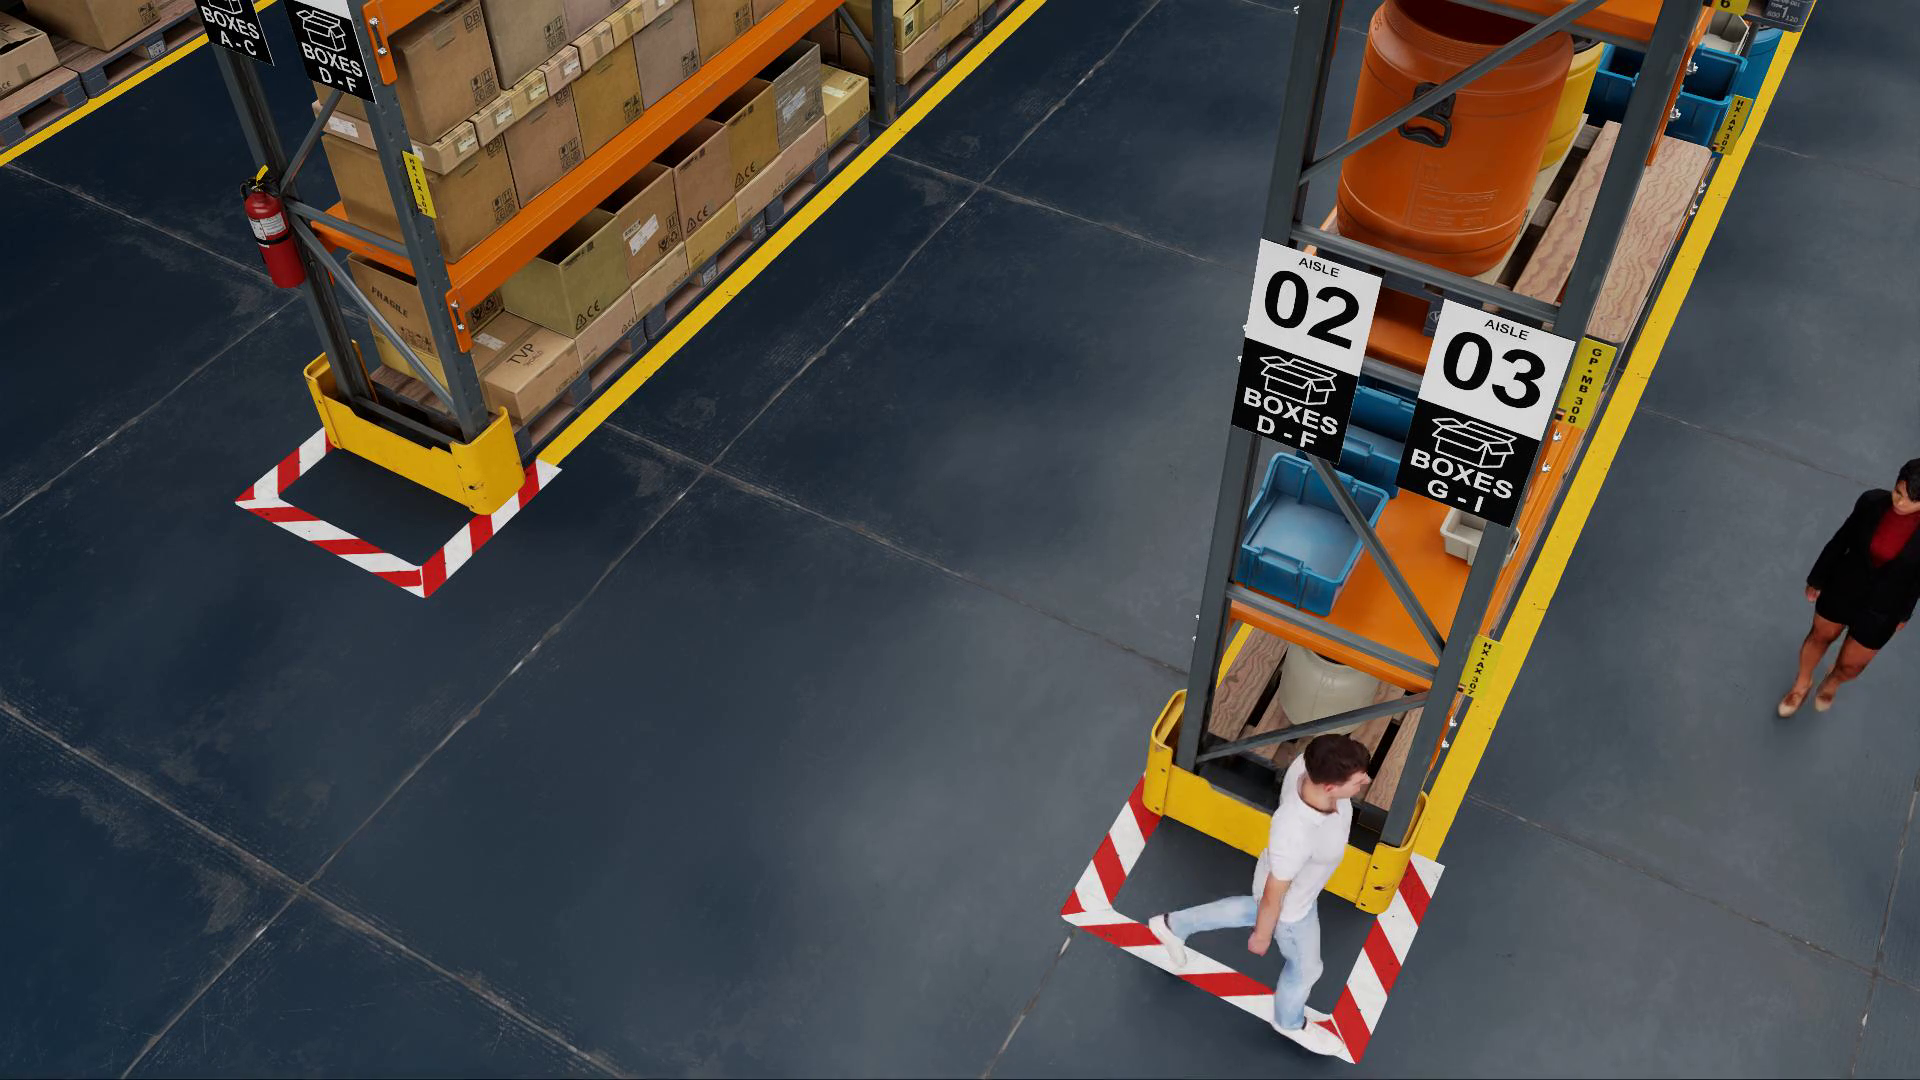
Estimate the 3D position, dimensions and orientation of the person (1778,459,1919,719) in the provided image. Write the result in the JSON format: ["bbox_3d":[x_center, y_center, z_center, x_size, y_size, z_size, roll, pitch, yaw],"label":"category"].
[{"bbox_3d":[3.984,0.222,7.320,0.643,1.629,0.651,34,56,27],"label":"person"}]

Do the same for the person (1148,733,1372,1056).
[{"bbox_3d":[1.145,1.265,6.224,0.843,1.822,1.084,15,49,14],"label":"person"}]
